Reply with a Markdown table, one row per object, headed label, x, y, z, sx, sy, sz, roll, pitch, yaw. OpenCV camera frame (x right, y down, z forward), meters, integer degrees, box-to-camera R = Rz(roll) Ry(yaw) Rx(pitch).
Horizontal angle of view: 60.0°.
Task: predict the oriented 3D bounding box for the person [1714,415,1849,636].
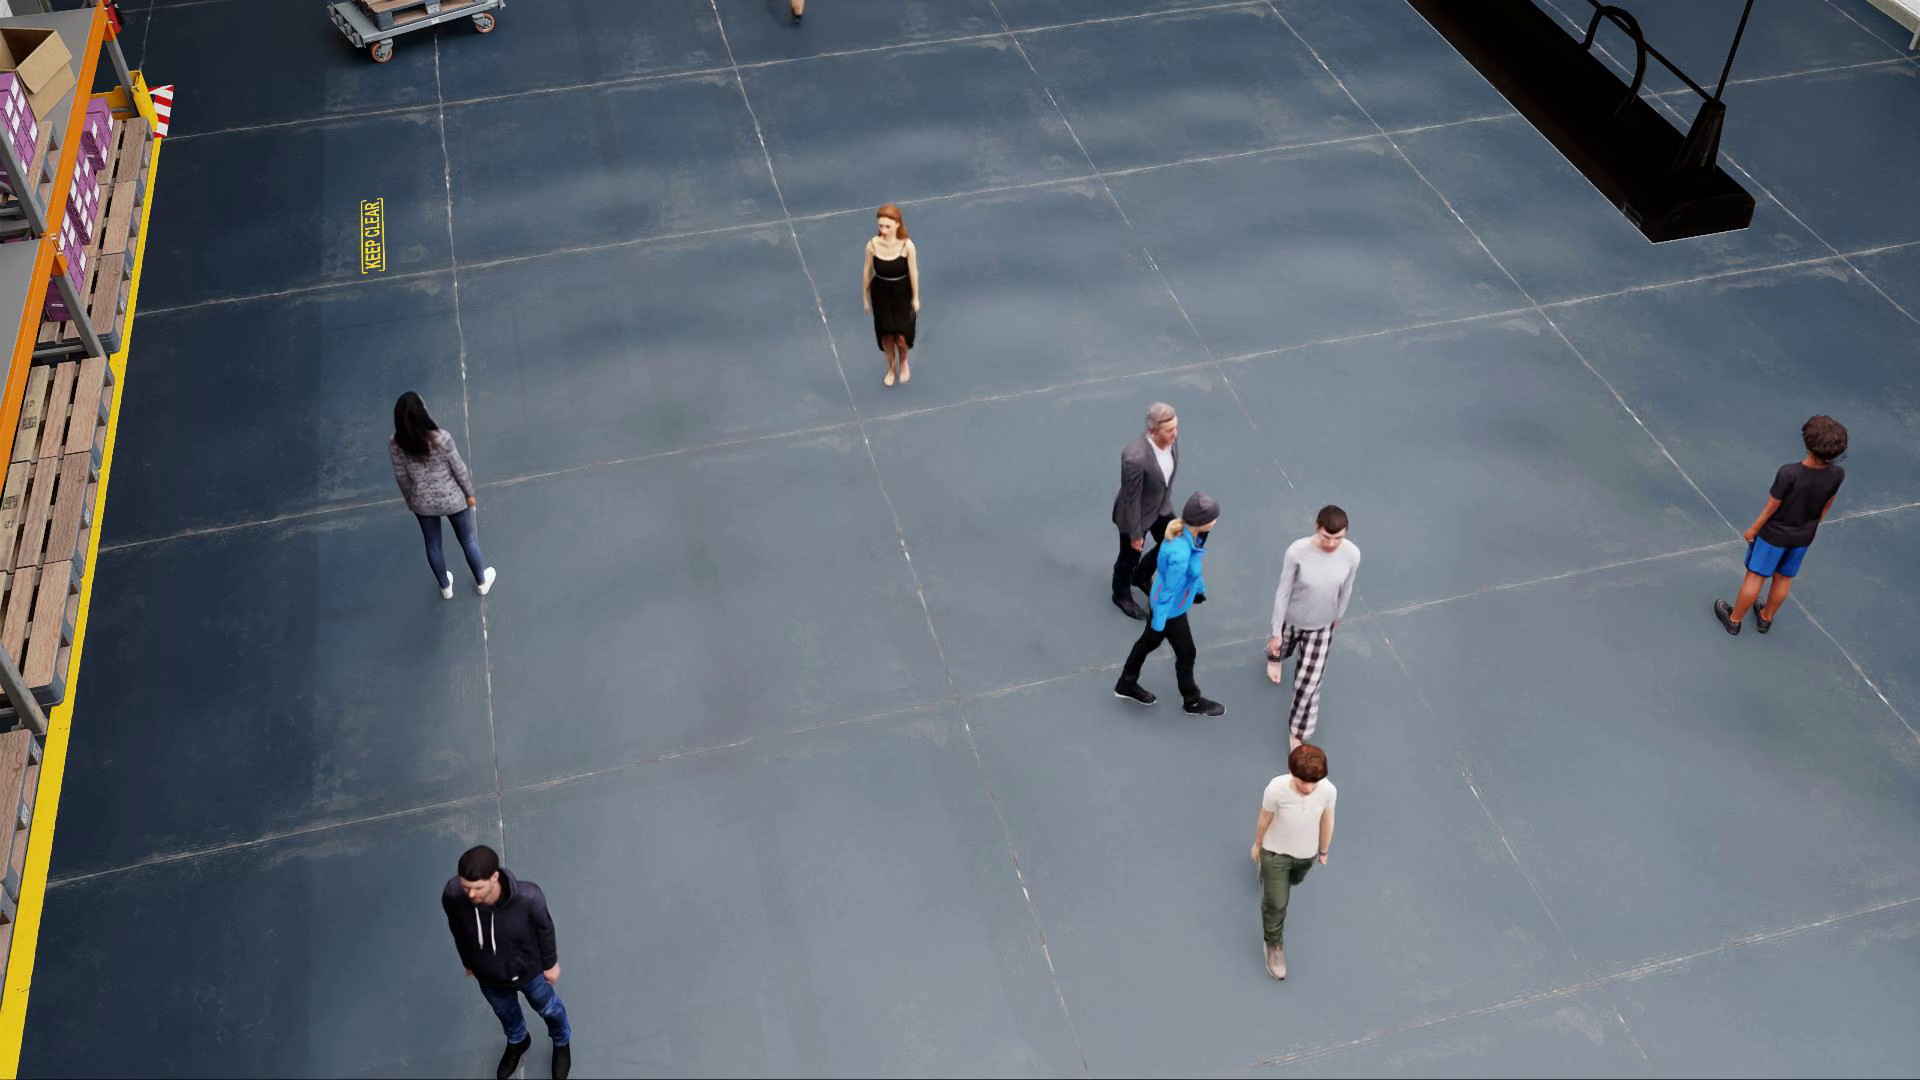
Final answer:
| label | x | y | z | sx | sy | sz | roll | pitch | yaw |
| --- | --- | --- | --- | --- | --- | --- | --- | --- | --- |
| person | 5.439 | -0.065 | 10.938 | 0.659 | 1.792 | 0.637 | 0 | 44 | 0 |

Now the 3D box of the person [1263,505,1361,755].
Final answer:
| label | x | y | z | sx | sy | sz | roll | pitch | yaw |
| --- | --- | --- | --- | --- | --- | --- | --- | --- | --- |
| person | 2.142 | 0.425 | 10.415 | 0.915 | 1.803 | 1.251 | 3 | 44 | 3 |

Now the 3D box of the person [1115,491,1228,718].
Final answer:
| label | x | y | z | sx | sy | sz | roll | pitch | yaw |
| --- | --- | --- | --- | --- | --- | --- | --- | --- | --- |
| person | 1.230 | 0.396 | 10.469 | 1.031 | 1.771 | 1.051 | 12 | 45 | 12 |

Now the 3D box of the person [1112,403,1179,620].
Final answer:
| label | x | y | z | sx | sy | sz | roll | pitch | yaw |
| --- | --- | --- | --- | --- | --- | --- | --- | --- | --- |
| person | 1.163 | -0.231 | 11.088 | 0.866 | 1.824 | 0.854 | 32 | 52 | 29 |

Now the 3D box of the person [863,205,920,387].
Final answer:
| label | x | y | z | sx | sy | sz | roll | pitch | yaw |
| --- | --- | --- | --- | --- | --- | --- | --- | --- | --- |
| person | -0.509 | -1.942 | 13.039 | 0.683 | 1.610 | 0.710 | 6 | 44 | 6 |

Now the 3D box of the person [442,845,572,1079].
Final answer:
| label | x | y | z | sx | sy | sz | roll | pitch | yaw |
| --- | --- | --- | --- | --- | --- | --- | --- | --- | --- |
| person | -2.303 | 2.149 | 8.539 | 0.737 | 1.895 | 0.687 | 2 | 44 | 3 |

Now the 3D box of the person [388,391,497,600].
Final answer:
| label | x | y | z | sx | sy | sz | roll | pitch | yaw |
| --- | --- | --- | --- | --- | --- | --- | --- | --- | --- |
| person | -3.527 | -0.289 | 11.216 | 0.647 | 1.732 | 0.577 | -3 | 44 | -3 |

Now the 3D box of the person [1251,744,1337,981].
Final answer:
| label | x | y | z | sx | sy | sz | roll | pitch | yaw |
| --- | --- | --- | --- | --- | --- | --- | --- | --- | --- |
| person | 1.822 | 1.649 | 9.255 | 0.721 | 1.631 | 1.110 | -2 | 44 | -3 |
